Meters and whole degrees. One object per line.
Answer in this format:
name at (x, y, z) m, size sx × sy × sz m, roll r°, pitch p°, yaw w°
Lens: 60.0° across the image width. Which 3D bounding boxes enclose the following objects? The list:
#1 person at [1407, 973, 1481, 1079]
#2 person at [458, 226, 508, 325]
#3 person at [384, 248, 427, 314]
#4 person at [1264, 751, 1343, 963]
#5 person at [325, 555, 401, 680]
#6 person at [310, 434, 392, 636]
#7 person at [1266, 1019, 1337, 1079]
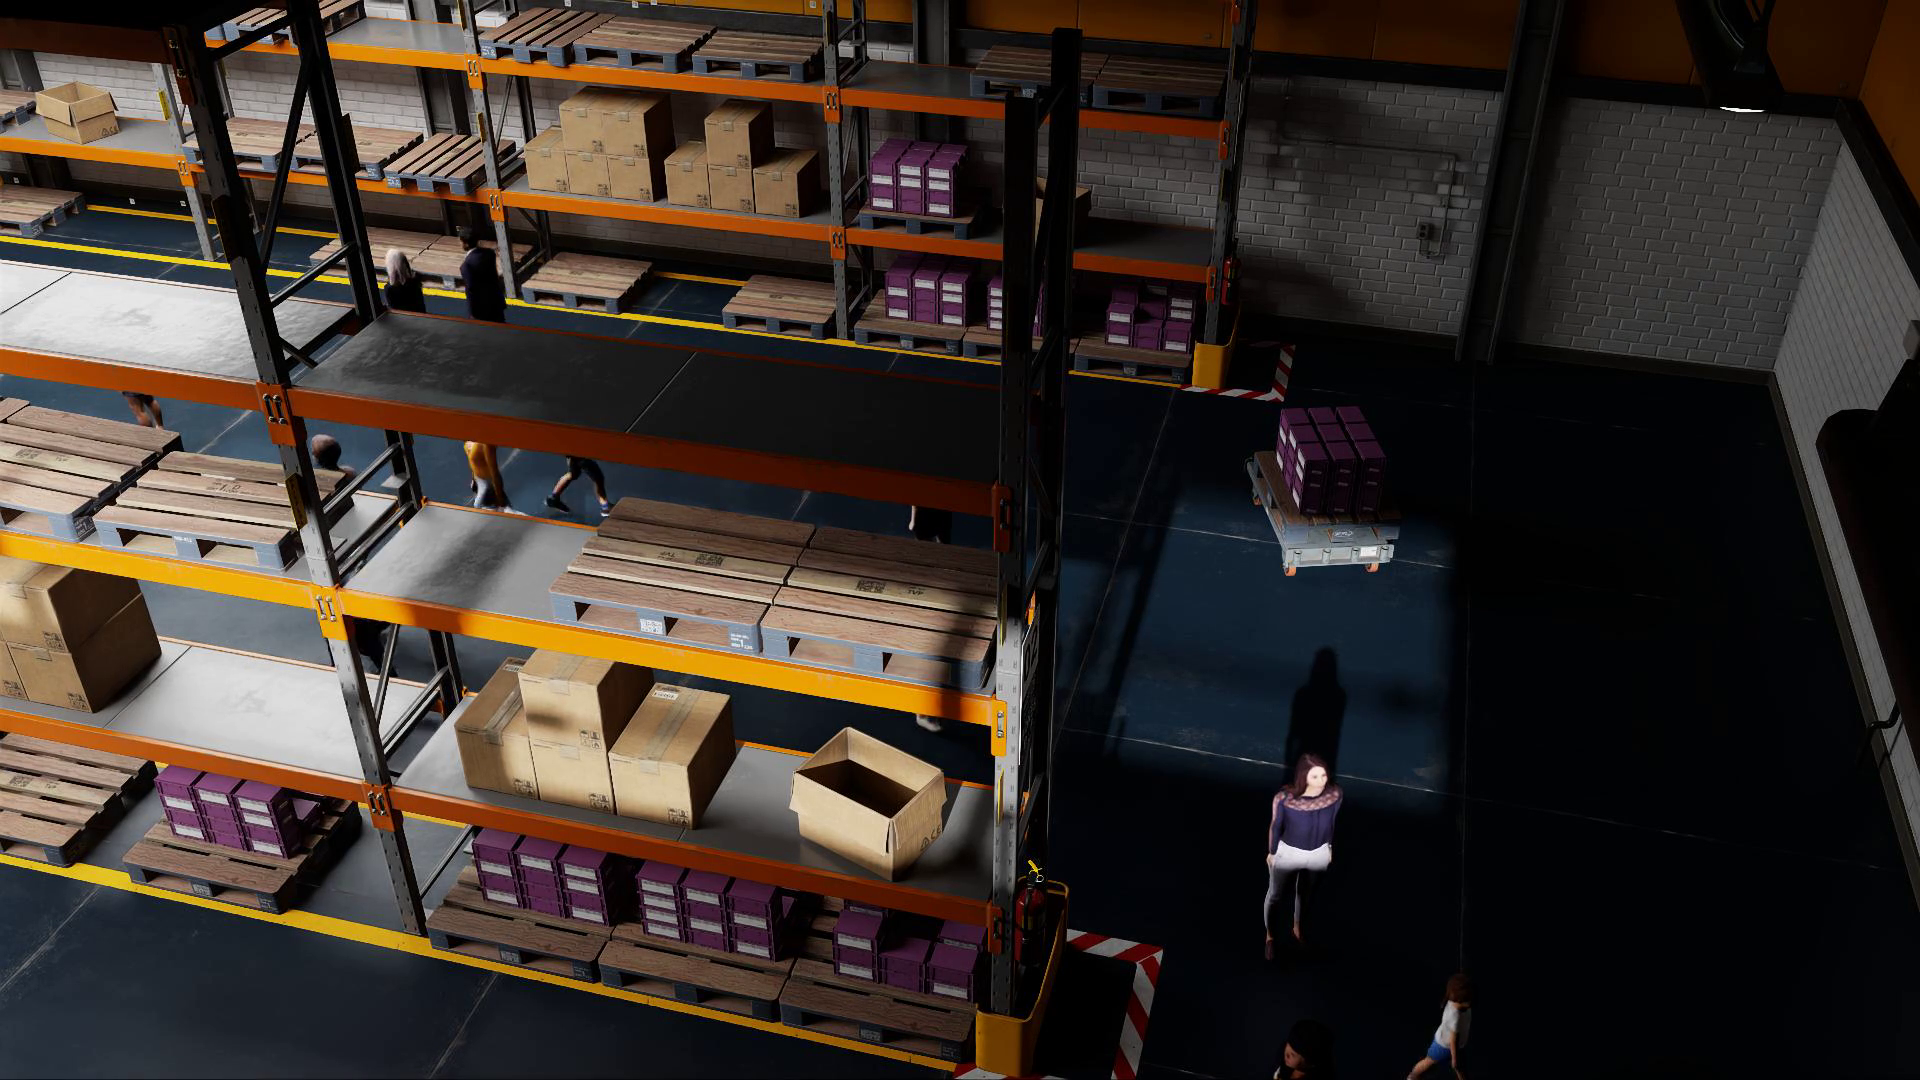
person at (2.807, 2.886, 9.681) m, size 0.756 × 0.994 × 0.542 m, roll 17°, pitch 37°, yaw 24°
person at (-4.732, -2.352, 16.936) m, size 1.200 × 1.686 × 0.878 m, roll 17°, pitch 37°, yaw 23°
person at (-5.355, -2.037, 16.432) m, size 0.927 × 1.720 × 1.092 m, roll -28°, pitch 43°, yaw -36°
person at (2.150, 1.990, 10.478) m, size 0.618 × 1.604 × 0.737 m, roll -6°, pitch 34°, yaw -9°
person at (-4.642, 0.666, 12.398) m, size 1.081 × 1.682 × 0.607 m, roll 8°, pitch 34°, yaw 11°
person at (-4.792, 0.041, 13.184) m, size 0.784 × 1.853 × 0.710 m, roll 11°, pitch 35°, yaw 16°
person at (1.760, 3.128, 8.705) m, size 0.782 × 1.671 × 0.790 m, roll -6°, pitch 34°, yaw -8°
